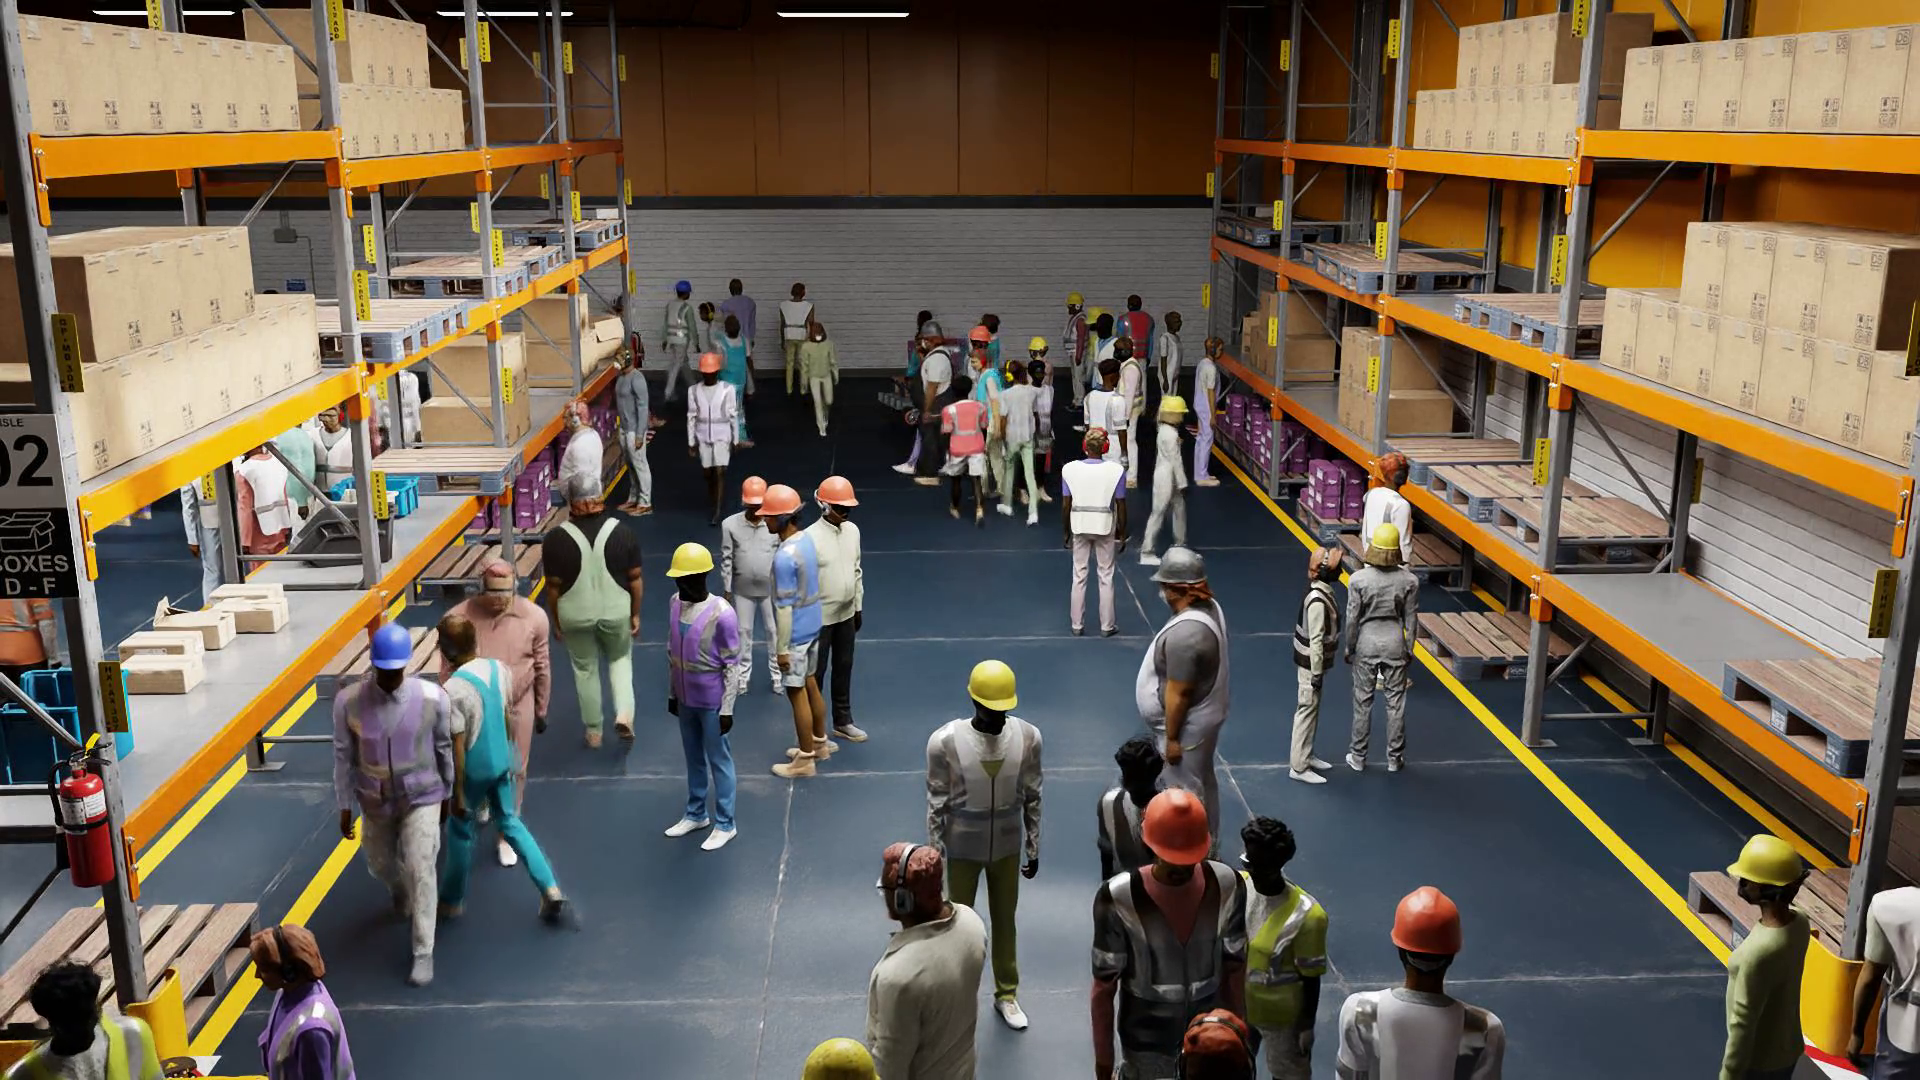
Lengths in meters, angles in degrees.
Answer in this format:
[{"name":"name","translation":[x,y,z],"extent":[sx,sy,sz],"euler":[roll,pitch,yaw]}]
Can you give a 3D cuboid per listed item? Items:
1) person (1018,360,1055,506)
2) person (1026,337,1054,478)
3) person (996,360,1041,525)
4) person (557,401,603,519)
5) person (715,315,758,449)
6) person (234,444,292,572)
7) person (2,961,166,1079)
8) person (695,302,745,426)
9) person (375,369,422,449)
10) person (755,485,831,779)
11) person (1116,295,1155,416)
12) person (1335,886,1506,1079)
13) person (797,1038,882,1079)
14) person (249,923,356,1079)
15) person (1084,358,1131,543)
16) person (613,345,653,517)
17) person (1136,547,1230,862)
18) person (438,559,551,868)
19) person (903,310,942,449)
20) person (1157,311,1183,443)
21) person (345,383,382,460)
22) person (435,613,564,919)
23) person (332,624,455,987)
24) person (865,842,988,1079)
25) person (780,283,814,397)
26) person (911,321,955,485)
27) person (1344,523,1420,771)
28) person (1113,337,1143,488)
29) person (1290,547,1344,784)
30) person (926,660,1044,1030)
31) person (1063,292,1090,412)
[{"name":"person","translation":[0.882,-1.252,19.322],"extent":[0.535,1.697,0.318],"euler":[-11,18,-36]},{"name":"person","translation":[0.970,-1.652,20.754],"extent":[0.312,1.769,0.525],"euler":[10,17,34]},{"name":"person","translation":[0.686,-1.086,18.465],"extent":[0.579,1.823,0.987],"euler":[-5,15,-19]},{"name":"person","translation":[-3.491,-0.339,15.324],"extent":[0.408,1.907,0.651],"euler":[-1,14,-3]},{"name":"person","translation":[-3.109,-2.196,22.839],"extent":[0.518,1.805,0.990],"euler":[-12,18,-38]},{"name":"person","translation":[-5.946,-0.065,14.252],"extent":[0.408,1.907,0.598],"euler":[3,15,12]},{"name":"person","translation":[-3.062,2.201,5.820],"extent":[0.755,1.670,0.539],"euler":[10,17,34]},{"name":"person","translation":[-3.543,-2.561,24.214],"extent":[0.752,1.817,0.540],"euler":[1,14,5]},{"name":"person","translation":[-6.523,-1.351,19.366],"extent":[0.607,1.868,0.450],"euler":[6,15,21]},{"name":"person","translation":[-1.158,0.620,11.320],"extent":[0.434,2.033,0.609],"euler":[3,15,11]},{"name":"person","translation":[2.602,-2.758,24.968],"extent":[0.635,1.837,0.431],"euler":[-6,16,-23]},{"name":"person","translation":[1.548,2.104,5.690],"extent":[0.543,1.929,0.386],"euler":[5,15,20]},{"name":"person","translation":[-0.380,2.338,5.157],"extent":[0.320,1.737,0.483],"euler":[2,14,8]},{"name":"person","translation":[-2.364,2.153,6.086],"extent":[0.323,1.631,0.526],"euler":[-8,16,-29]},{"name":"person","translation":[1.567,-0.952,17.601],"extent":[0.367,1.967,0.606],"euler":[-11,18,-37]},{"name":"person","translation":[-3.701,-1.237,18.780],"extent":[0.353,1.937,0.635],"euler":[-9,17,-30]},{"name":"person","translation":[1.294,1.014,9.740],"extent":[0.537,2.000,0.691],"euler":[7,16,24]},{"name":"person","translation":[-2.817,0.998,10.124],"extent":[0.681,1.875,0.663],"euler":[-4,15,-14]},{"name":"person","translation":[-0.504,-2.202,22.686],"extent":[0.681,1.884,0.821],"euler":[-7,16,-25]},{"name":"person","translation":[2.884,-2.203,22.756],"extent":[0.345,1.847,0.508],"euler":[7,16,26]},{"name":"person","translation":[-7.572,-1.871,21.180],"extent":[0.621,1.985,0.408],"euler":[4,15,14]},{"name":"person","translation":[-2.645,1.275,9.186],"extent":[0.854,1.816,0.560],"euler":[6,15,22]},{"name":"person","translation":[-2.973,1.318,8.817],"extent":[0.605,1.913,0.818],"euler":[-2,14,-9]},{"name":"person","translation":[-0.149,2.009,6.132],"extent":[0.400,1.896,0.647],"euler":[7,16,26]},{"name":"person","translation":[-2.609,-3.204,26.722],"extent":[0.579,1.830,0.408],"euler":[2,14,8]},{"name":"person","translation":[-0.338,-1.681,20.317],"extent":[0.538,2.000,0.702],"euler":[2,14,9]},{"name":"person","translation":[2.880,0.737,11.418],"extent":[0.484,1.744,0.296],"euler":[2,14,7]},{"name":"person","translation":[1.999,-1.549,20.226],"extent":[0.431,1.836,0.624],"euler":[-1,14,-2]},{"name":"person","translation":[2.412,0.836,11.258],"extent":[0.317,1.629,0.508],"euler":[4,15,14]},{"name":"person","translation":[0.133,1.491,8.114],"extent":[0.586,1.918,0.396],"euler":[-4,15,-14]},{"name":"person","translation":[1.781,-2.879,25.455],"extent":[0.403,1.824,0.594],"euler":[-1,14,-5]}]
